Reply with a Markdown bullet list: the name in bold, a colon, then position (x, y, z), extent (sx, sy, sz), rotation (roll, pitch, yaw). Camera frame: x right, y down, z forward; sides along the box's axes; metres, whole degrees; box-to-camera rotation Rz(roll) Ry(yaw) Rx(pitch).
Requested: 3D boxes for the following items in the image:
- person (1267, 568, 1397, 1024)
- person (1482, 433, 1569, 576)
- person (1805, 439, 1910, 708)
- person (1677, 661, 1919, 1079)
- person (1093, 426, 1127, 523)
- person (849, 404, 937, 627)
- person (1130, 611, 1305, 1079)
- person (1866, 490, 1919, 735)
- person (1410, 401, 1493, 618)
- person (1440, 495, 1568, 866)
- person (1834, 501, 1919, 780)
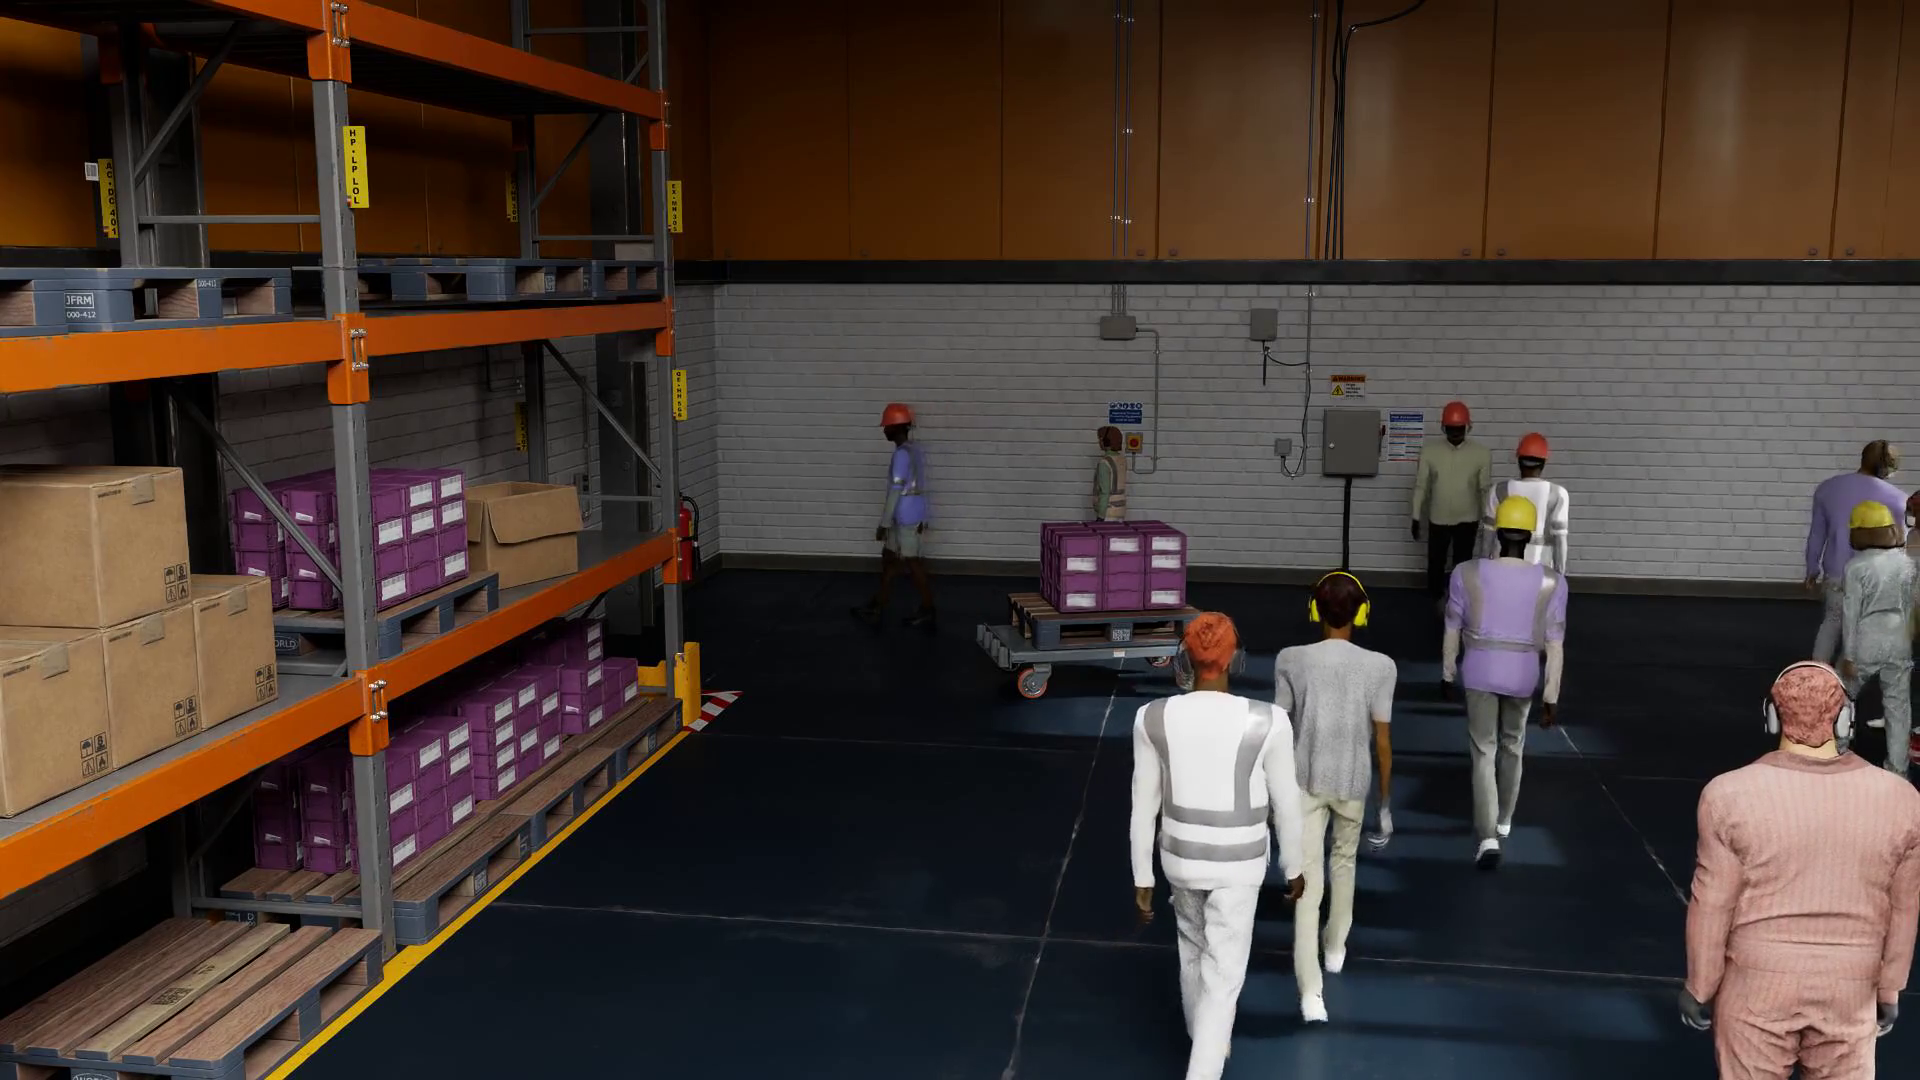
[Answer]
- **person**: position (1.511, 1.026, 6.845), extent (0.529, 1.830, 0.986), rotation (2, 9, 14)
- **person**: position (4.023, 0.180, 11.878), extent (0.570, 1.874, 1.016), rotation (3, 10, 17)
- **person**: position (6.182, 0.241, 11.433), extent (0.467, 1.899, 0.658), rotation (-8, 12, -40)
- **person**: position (2.461, 1.297, 4.927), extent (0.638, 1.904, 0.402), rotation (1, 9, 8)
- **person**: position (1.358, -0.216, 15.063), extent (0.306, 1.640, 0.522), rotation (4, 10, 25)
- **person**: position (-0.591, -0.198, 14.124), extent (0.890, 1.900, 0.566), rotation (1, 9, 7)
- **person**: position (0.885, 1.174, 5.908), extent (0.587, 1.842, 0.984), rotation (4, 10, 25)
- **person**: position (6.232, 0.477, 10.838), extent (0.594, 1.605, 0.529), rotation (0, 9, 1)
- **person**: position (4.141, -0.205, 14.012), extent (0.667, 1.969, 0.693), rotation (3, 10, 19)
- **person**: position (2.807, 0.710, 8.598), extent (0.588, 1.889, 0.932), rotation (2, 9, 10)
- **person**: position (5.291, 0.620, 9.697), extent (0.513, 1.702, 0.808), rotation (0, 9, -2)
